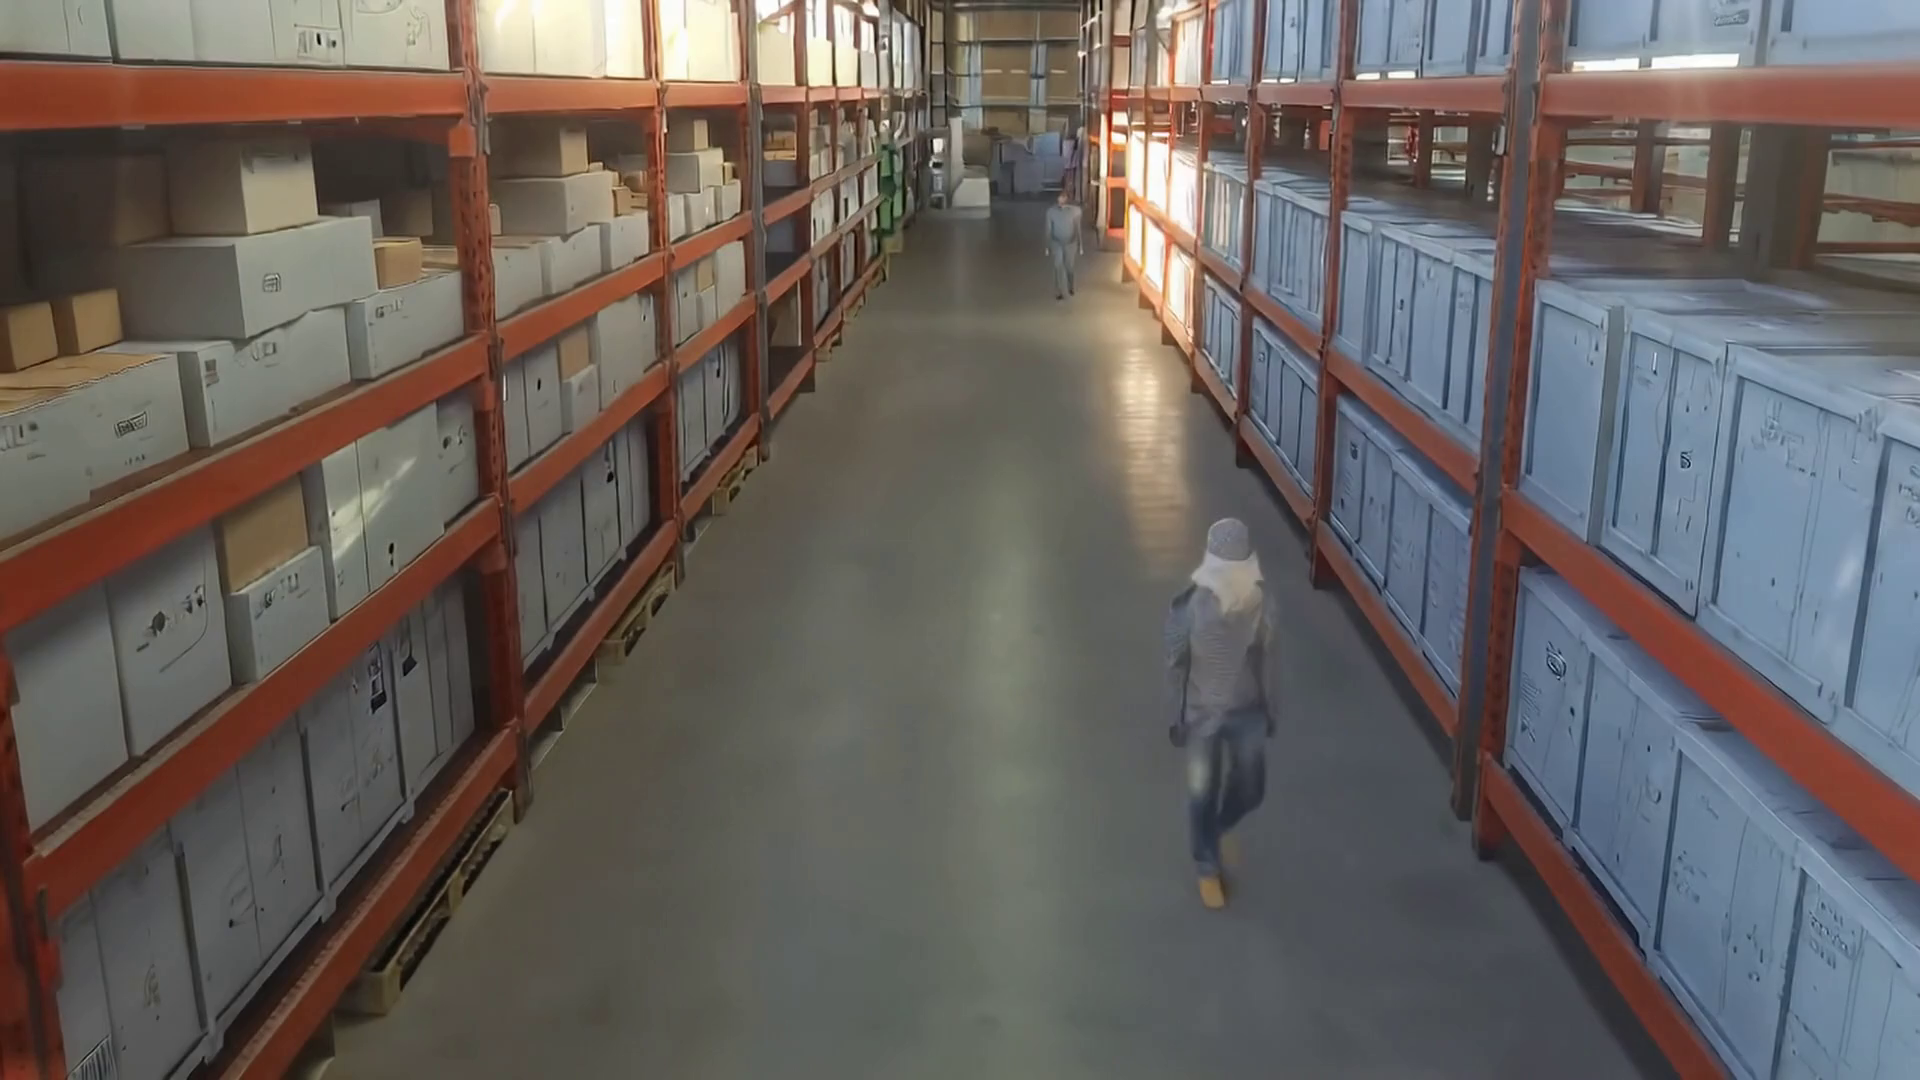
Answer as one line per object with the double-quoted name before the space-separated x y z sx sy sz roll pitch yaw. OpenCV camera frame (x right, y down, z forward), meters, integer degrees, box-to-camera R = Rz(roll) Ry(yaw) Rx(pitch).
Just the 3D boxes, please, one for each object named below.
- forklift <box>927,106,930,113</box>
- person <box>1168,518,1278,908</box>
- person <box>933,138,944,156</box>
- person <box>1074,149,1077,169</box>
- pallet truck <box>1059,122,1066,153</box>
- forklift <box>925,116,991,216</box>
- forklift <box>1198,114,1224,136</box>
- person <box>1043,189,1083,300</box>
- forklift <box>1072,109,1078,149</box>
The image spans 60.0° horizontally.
"forklift" -2.001 -20.667 84.687 1.129 2.768 1.873 0 15 2
"person" 1.132 0.725 7.278 0.489 1.730 0.453 -1 15 -4
"person" -0.979 -15.872 68.733 0.700 1.891 0.463 -3 15 -10
"person" 4.139 -12.851 57.358 0.631 1.966 0.715 13 20 40
"pallet truck" 5.788 -21.111 88.014 1.885 1.965 0.823 5 16 18
"forklift" -0.045 -10.751 47.793 1.873 2.768 1.129 0 15 2
"forklift" 7.924 -12.204 53.197 1.129 2.768 1.873 0 15 1
"person" 1.759 -5.043 28.423 0.678 1.890 0.433 2 15 8
"forklift" 5.263 -17.032 71.163 1.129 2.768 1.873 10 18 34
